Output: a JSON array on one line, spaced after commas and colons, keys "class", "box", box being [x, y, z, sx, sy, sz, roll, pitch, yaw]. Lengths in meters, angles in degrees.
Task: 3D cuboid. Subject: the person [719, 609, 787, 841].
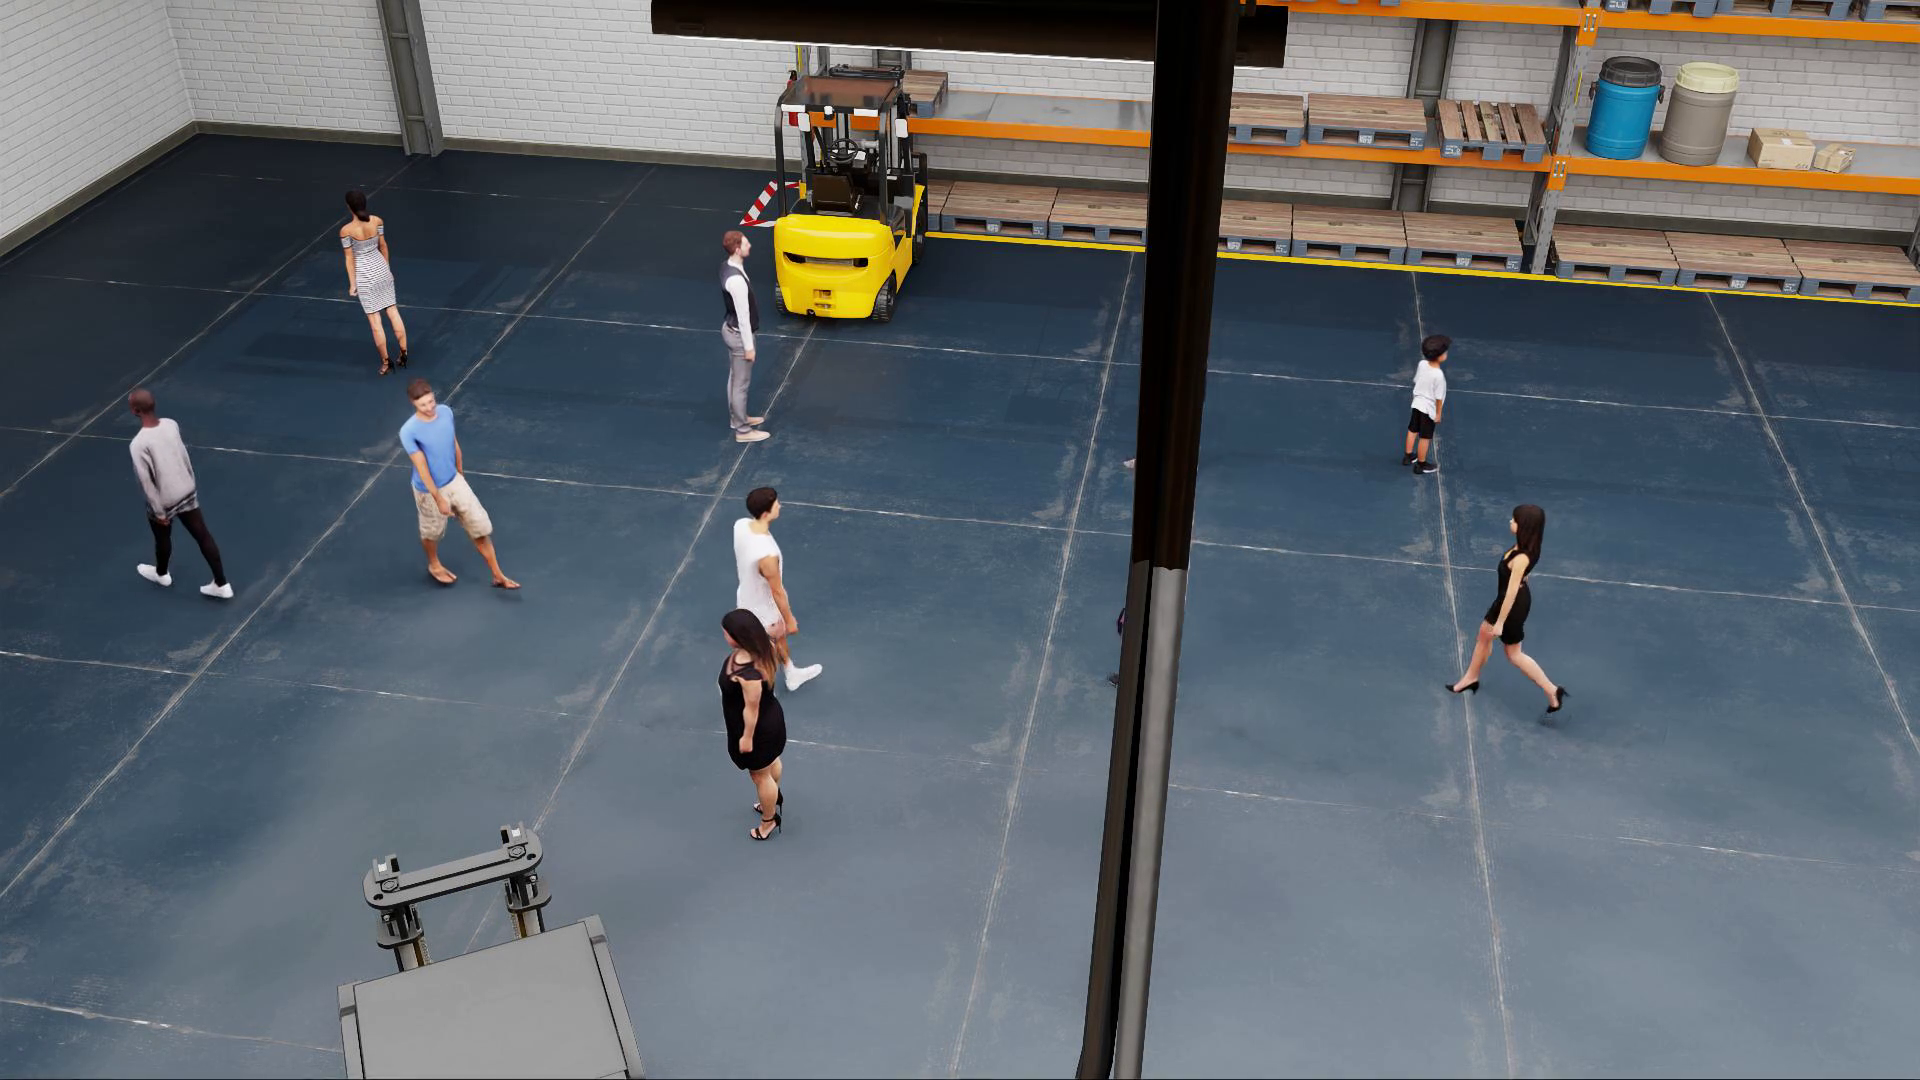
[{"class": "person", "box": [-1.245, 1.126, 10.252, 0.626, 1.712, 0.669, 2, 34, 3]}]

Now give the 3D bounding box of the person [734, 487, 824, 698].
[{"class": "person", "box": [-1.431, 0.451, 11.227, 1.065, 1.757, 0.967, -15, 36, -21]}]

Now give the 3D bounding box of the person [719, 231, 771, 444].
[{"class": "person", "box": [-1.920, -1.779, 14.423, 0.708, 1.933, 0.729, -8, 35, -12]}]

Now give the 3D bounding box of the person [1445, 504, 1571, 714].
[{"class": "person", "box": [3.820, 0.512, 11.259, 1.106, 1.620, 0.748, 14, 36, 20]}]

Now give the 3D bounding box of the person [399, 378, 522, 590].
[{"class": "person", "box": [-3.987, -0.423, 12.485, 1.219, 1.819, 0.966, 21, 39, 29]}]

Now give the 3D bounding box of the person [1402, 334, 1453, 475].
[{"class": "person", "box": [3.958, -1.163, 14.105, 0.610, 1.259, 0.571, -14, 36, -20]}]

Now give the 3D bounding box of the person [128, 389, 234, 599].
[{"class": "person", "box": [-5.773, -0.299, 12.367, 1.113, 1.743, 0.805, 13, 36, 18]}]

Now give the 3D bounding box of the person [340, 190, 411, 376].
[{"class": "person", "box": [-5.437, -2.391, 15.444, 0.698, 1.822, 0.679, 27, 42, 34]}]
